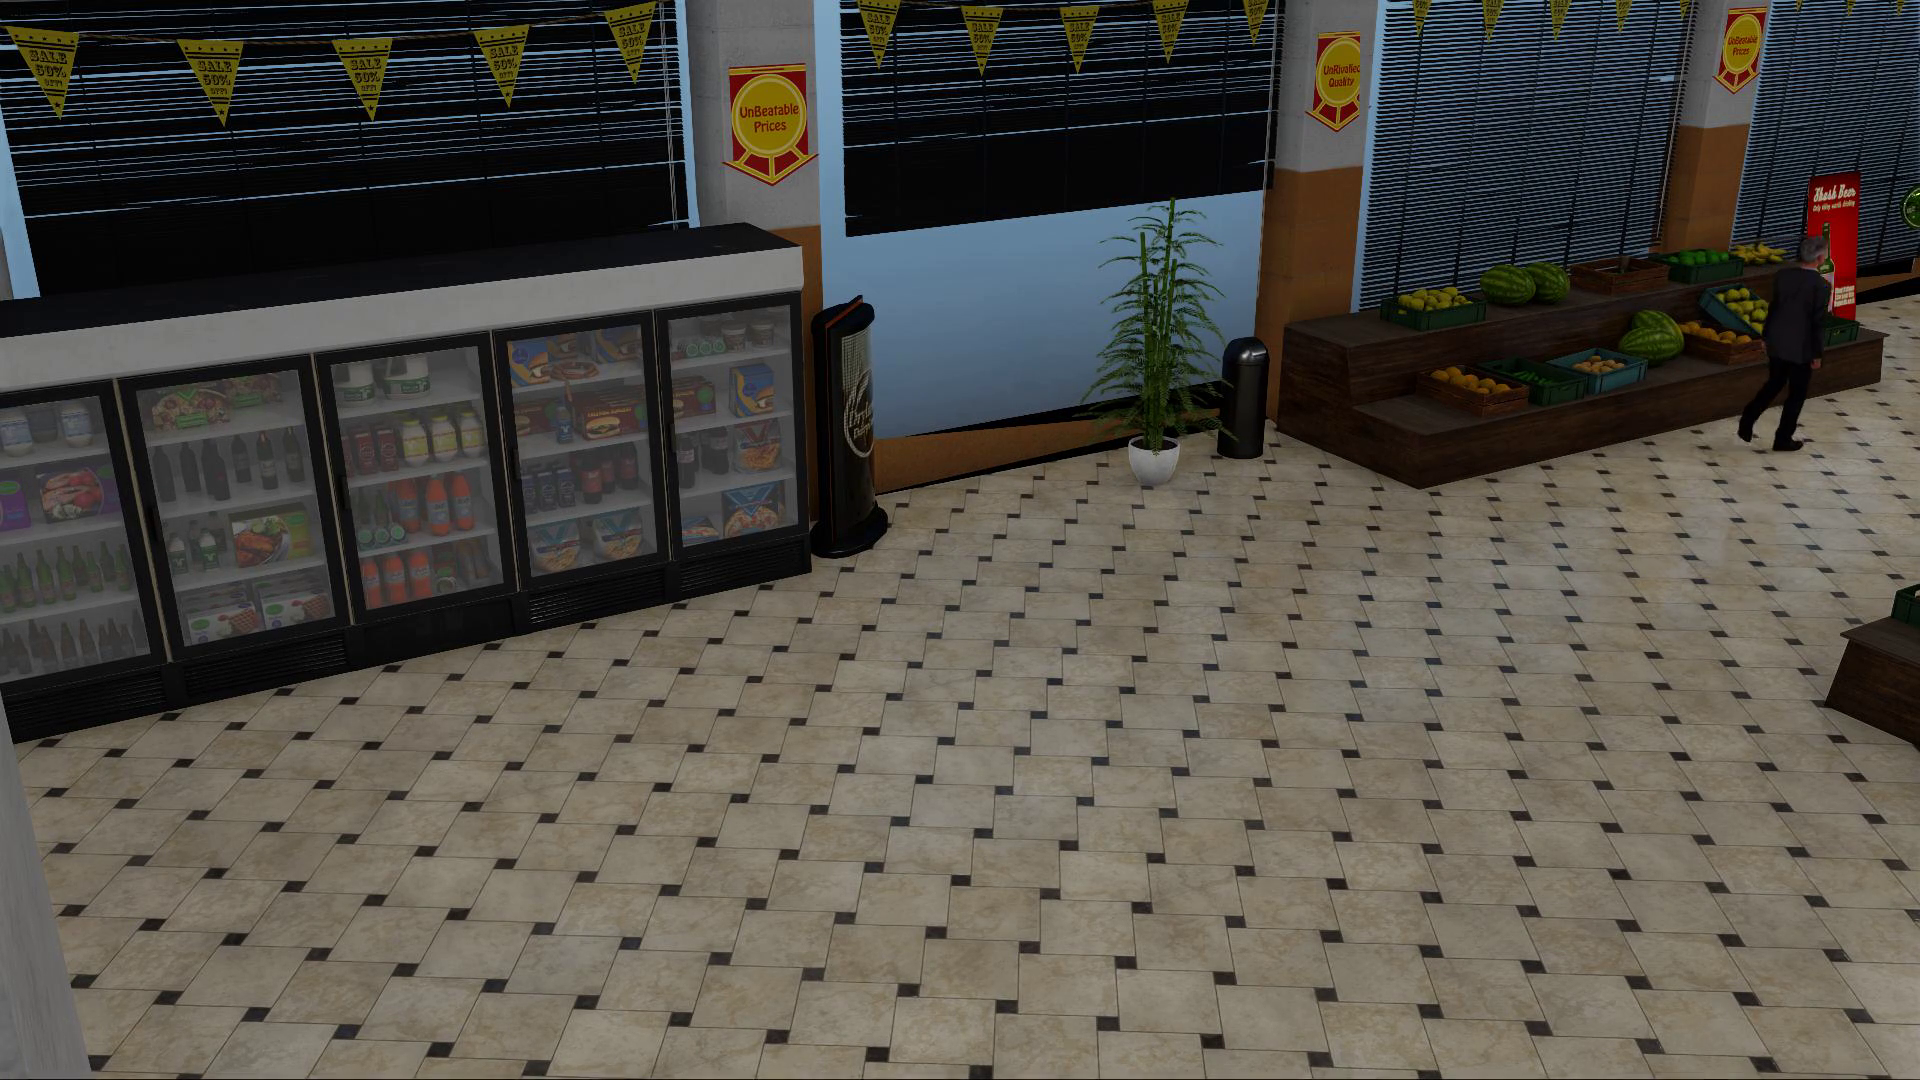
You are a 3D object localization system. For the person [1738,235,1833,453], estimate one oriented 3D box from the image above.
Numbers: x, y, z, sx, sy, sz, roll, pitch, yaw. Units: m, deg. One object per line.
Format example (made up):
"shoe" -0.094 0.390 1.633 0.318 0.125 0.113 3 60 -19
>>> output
"person" 6.816 -1.594 13.711 0.883 1.822 0.759 -10 24 -24
